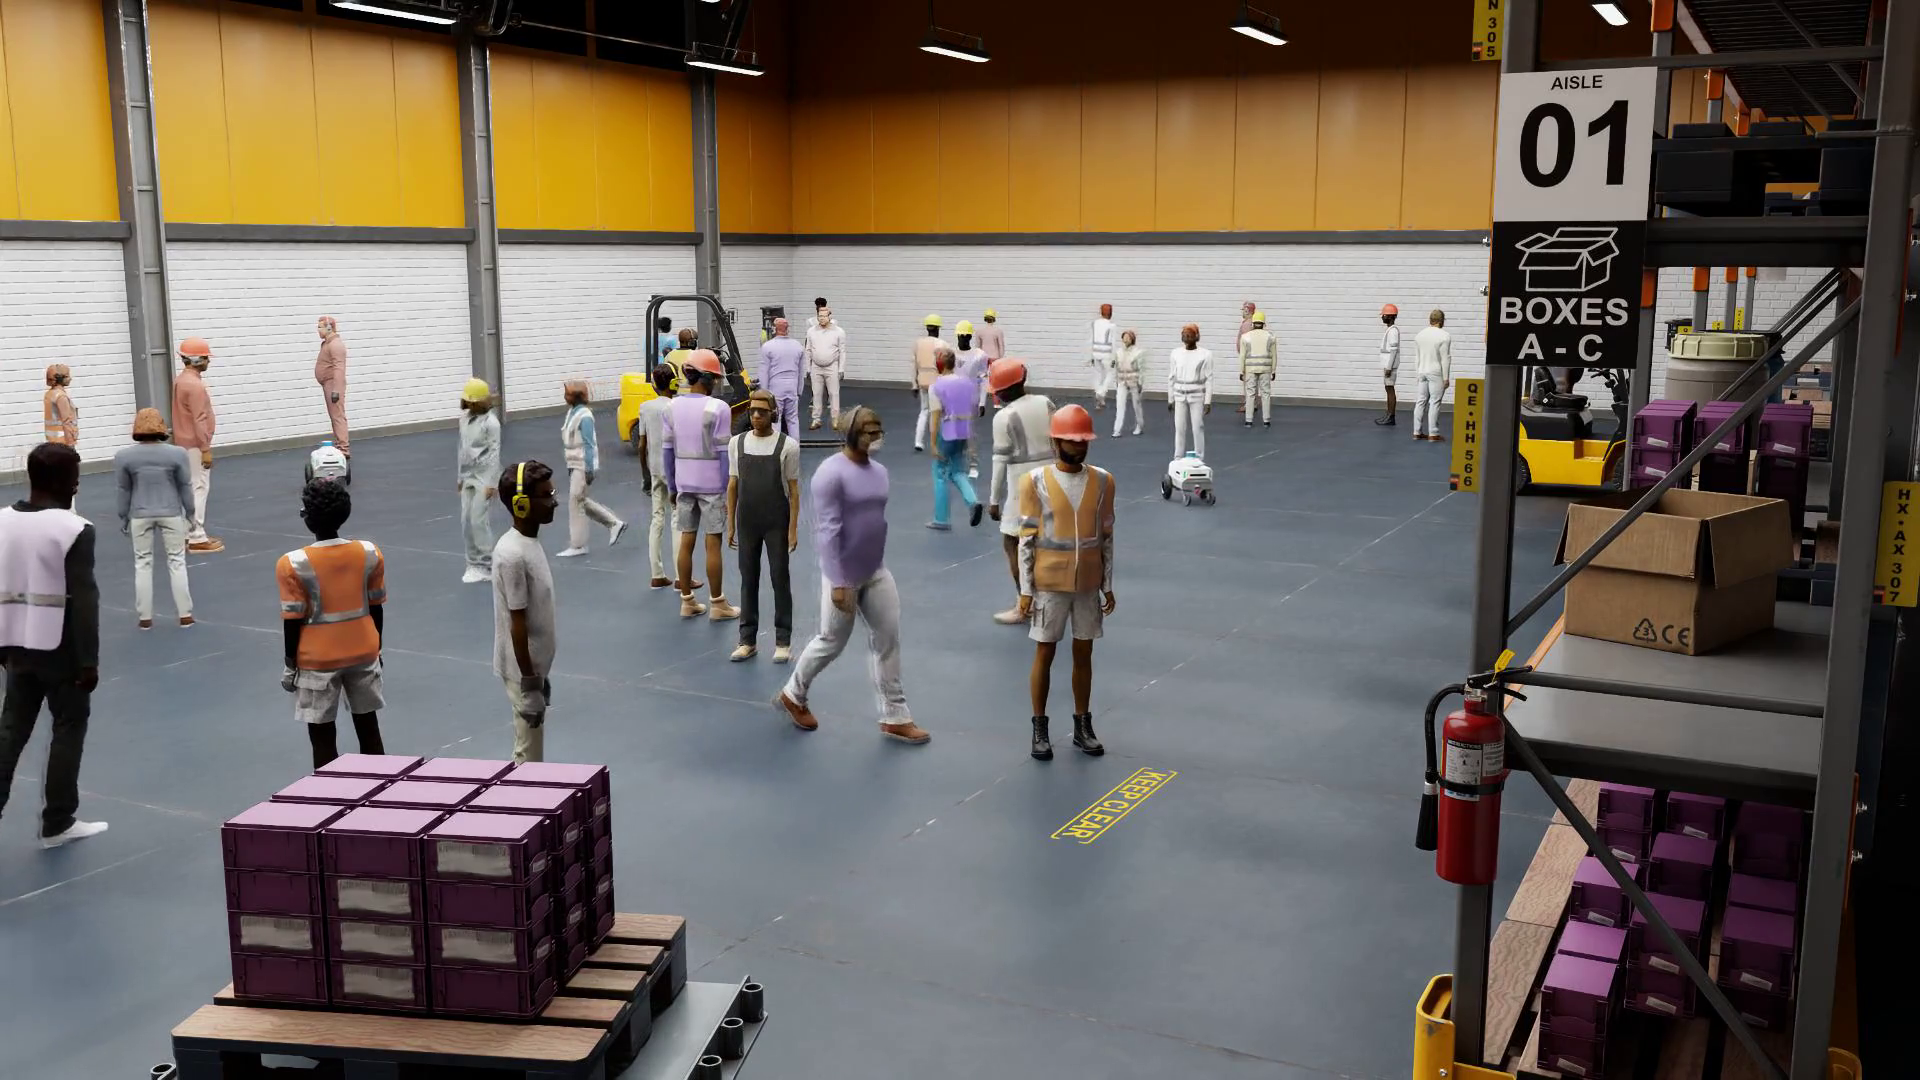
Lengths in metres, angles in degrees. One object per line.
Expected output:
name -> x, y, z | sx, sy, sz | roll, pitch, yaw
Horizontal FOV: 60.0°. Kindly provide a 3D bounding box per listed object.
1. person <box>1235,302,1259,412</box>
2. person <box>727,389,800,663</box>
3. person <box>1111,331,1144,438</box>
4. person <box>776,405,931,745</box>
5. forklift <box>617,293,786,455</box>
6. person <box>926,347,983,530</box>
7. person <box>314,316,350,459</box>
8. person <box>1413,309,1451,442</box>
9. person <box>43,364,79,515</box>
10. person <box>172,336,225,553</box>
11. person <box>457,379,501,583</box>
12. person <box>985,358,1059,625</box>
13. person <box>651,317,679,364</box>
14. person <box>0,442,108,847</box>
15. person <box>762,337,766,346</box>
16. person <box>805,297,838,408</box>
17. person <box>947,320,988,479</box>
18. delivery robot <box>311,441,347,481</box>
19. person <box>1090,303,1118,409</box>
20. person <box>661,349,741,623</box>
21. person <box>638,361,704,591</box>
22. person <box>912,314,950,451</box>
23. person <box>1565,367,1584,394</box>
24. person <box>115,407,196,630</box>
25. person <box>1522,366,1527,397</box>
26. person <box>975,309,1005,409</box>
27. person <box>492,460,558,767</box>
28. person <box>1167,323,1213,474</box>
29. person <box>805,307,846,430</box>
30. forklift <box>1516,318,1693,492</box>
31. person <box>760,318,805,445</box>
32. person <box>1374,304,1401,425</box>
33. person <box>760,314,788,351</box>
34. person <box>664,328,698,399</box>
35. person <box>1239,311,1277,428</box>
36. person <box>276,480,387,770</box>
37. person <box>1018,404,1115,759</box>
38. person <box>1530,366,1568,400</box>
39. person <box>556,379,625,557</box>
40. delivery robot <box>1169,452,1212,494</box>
person -> 4.974, -3.159, 28.754 | 0.402, 1.906, 0.652 | 5, 11, 28
person -> -1.323, -0.092, 11.173 | 0.507, 1.847, 0.345 | 2, 10, 10
person -> 2.552, -2.342, 24.939 | 0.524, 1.590, 0.875 | 6, 11, 31
person -> -0.615, 0.187, 9.383 | 0.920, 1.911, 0.640 | 8, 12, 38
forklift -> -3.588, -2.317, 23.042 | 2.313, 2.155, 1.214 | -1, 10, -5
person -> -0.061, -0.987, 16.404 | 0.585, 1.828, 0.573 | -9, 13, -43
person -> -8.372, -2.019, 22.154 | 0.406, 1.904, 0.654 | -5, 11, -26
person -> 6.902, -2.397, 24.289 | 0.379, 1.930, 0.626 | -6, 11, -31
person -> -9.034, -0.950, 16.752 | 0.313, 1.636, 0.528 | -9, 14, -43
person -> -7.009, -0.874, 15.312 | 0.405, 1.986, 0.612 | -7, 12, -35
person -> -4.029, -0.489, 13.891 | 0.532, 1.711, 0.348 | 8, 13, 39
person -> 0.528, -0.373, 12.428 | 0.752, 1.992, 0.392 | -8, 13, -39
person -> -4.845, -2.902, 27.953 | 0.543, 1.671, 0.783 | 8, 13, 39
person -> -4.257, 0.509, 7.593 | 0.645, 1.887, 0.621 | 3, 10, 15
person -> -2.892, -2.583, 25.824 | 0.315, 1.769, 0.523 | -6, 11, -31
person -> -2.456, -3.314, 29.476 | 0.605, 1.966, 0.367 | 0, 10, 1
person -> 0.053, -1.715, 20.322 | 0.587, 1.930, 0.363 | 4, 10, 21
delivery robot -> -7.358, -0.911, 19.373 | 0.477, 0.478, 0.707 | -5, 11, -25
person -> 2.504, -3.213, 29.181 | 0.591, 1.874, 0.455 | 8, 13, 39
person -> -1.920, -0.402, 12.427 | 0.606, 2.033, 0.403 | 5, 11, 27
person -> -2.375, -0.517, 13.558 | 0.520, 1.874, 0.332 | 5, 11, 26
person -> -0.359, -2.138, 22.812 | 0.598, 1.921, 0.427 | 6, 12, 33
person -> 8.473, -2.295, 23.361 | 0.536, 2.000, 0.683 | 0, 10, 2
person -> -5.874, -0.153, 12.163 | 0.516, 1.628, 0.282 | -4, 10, -20
person -> 8.874, -2.571, 25.619 | 0.627, 1.805, 0.896 | -2, 10, -12
person -> 0.530, -3.176, 29.262 | 0.533, 1.766, 0.316 | 3, 10, 16
person -> -1.837, 0.586, 7.174 | 0.328, 1.873, 0.521 | -2, 10, -13
person -> 2.834, -1.732, 20.554 | 0.584, 1.883, 0.337 | 6, 11, 31
person -> -2.101, -2.657, 25.847 | 0.649, 1.907, 0.409 | 2, 10, 9
forklift -> 7.066, -1.601, 18.899 | 2.313, 2.155, 1.214 | 5, 11, 27
person -> -2.352, -1.965, 21.876 | 0.648, 1.900, 0.400 | -7, 12, -37
person -> 6.838, -2.796, 26.559 | 0.360, 1.939, 0.543 | 2, 10, 10
person -> -2.892, -2.711, 26.354 | 0.429, 1.840, 0.633 | -8, 13, -40
person -> -3.276, -1.641, 20.152 | 0.635, 1.842, 0.429 | 7, 12, 34
person -> 4.693, -2.682, 26.197 | 0.586, 1.835, 0.403 | 1, 10, 6
person -> -2.940, 0.560, 7.829 | 0.317, 1.696, 0.538 | 8, 13, 39
person -> 0.591, 0.229, 9.051 | 0.552, 1.936, 0.360 | -3, 10, -14
person -> 7.655, -1.893, 21.751 | 0.615, 1.800, 0.494 | -2, 10, -13
person -> -3.392, -0.662, 15.145 | 0.588, 1.623, 0.513 | -5, 11, -25
delivery robot -> 2.541, -0.732, 18.339 | 0.477, 0.478, 0.707 | -1, 10, -6
